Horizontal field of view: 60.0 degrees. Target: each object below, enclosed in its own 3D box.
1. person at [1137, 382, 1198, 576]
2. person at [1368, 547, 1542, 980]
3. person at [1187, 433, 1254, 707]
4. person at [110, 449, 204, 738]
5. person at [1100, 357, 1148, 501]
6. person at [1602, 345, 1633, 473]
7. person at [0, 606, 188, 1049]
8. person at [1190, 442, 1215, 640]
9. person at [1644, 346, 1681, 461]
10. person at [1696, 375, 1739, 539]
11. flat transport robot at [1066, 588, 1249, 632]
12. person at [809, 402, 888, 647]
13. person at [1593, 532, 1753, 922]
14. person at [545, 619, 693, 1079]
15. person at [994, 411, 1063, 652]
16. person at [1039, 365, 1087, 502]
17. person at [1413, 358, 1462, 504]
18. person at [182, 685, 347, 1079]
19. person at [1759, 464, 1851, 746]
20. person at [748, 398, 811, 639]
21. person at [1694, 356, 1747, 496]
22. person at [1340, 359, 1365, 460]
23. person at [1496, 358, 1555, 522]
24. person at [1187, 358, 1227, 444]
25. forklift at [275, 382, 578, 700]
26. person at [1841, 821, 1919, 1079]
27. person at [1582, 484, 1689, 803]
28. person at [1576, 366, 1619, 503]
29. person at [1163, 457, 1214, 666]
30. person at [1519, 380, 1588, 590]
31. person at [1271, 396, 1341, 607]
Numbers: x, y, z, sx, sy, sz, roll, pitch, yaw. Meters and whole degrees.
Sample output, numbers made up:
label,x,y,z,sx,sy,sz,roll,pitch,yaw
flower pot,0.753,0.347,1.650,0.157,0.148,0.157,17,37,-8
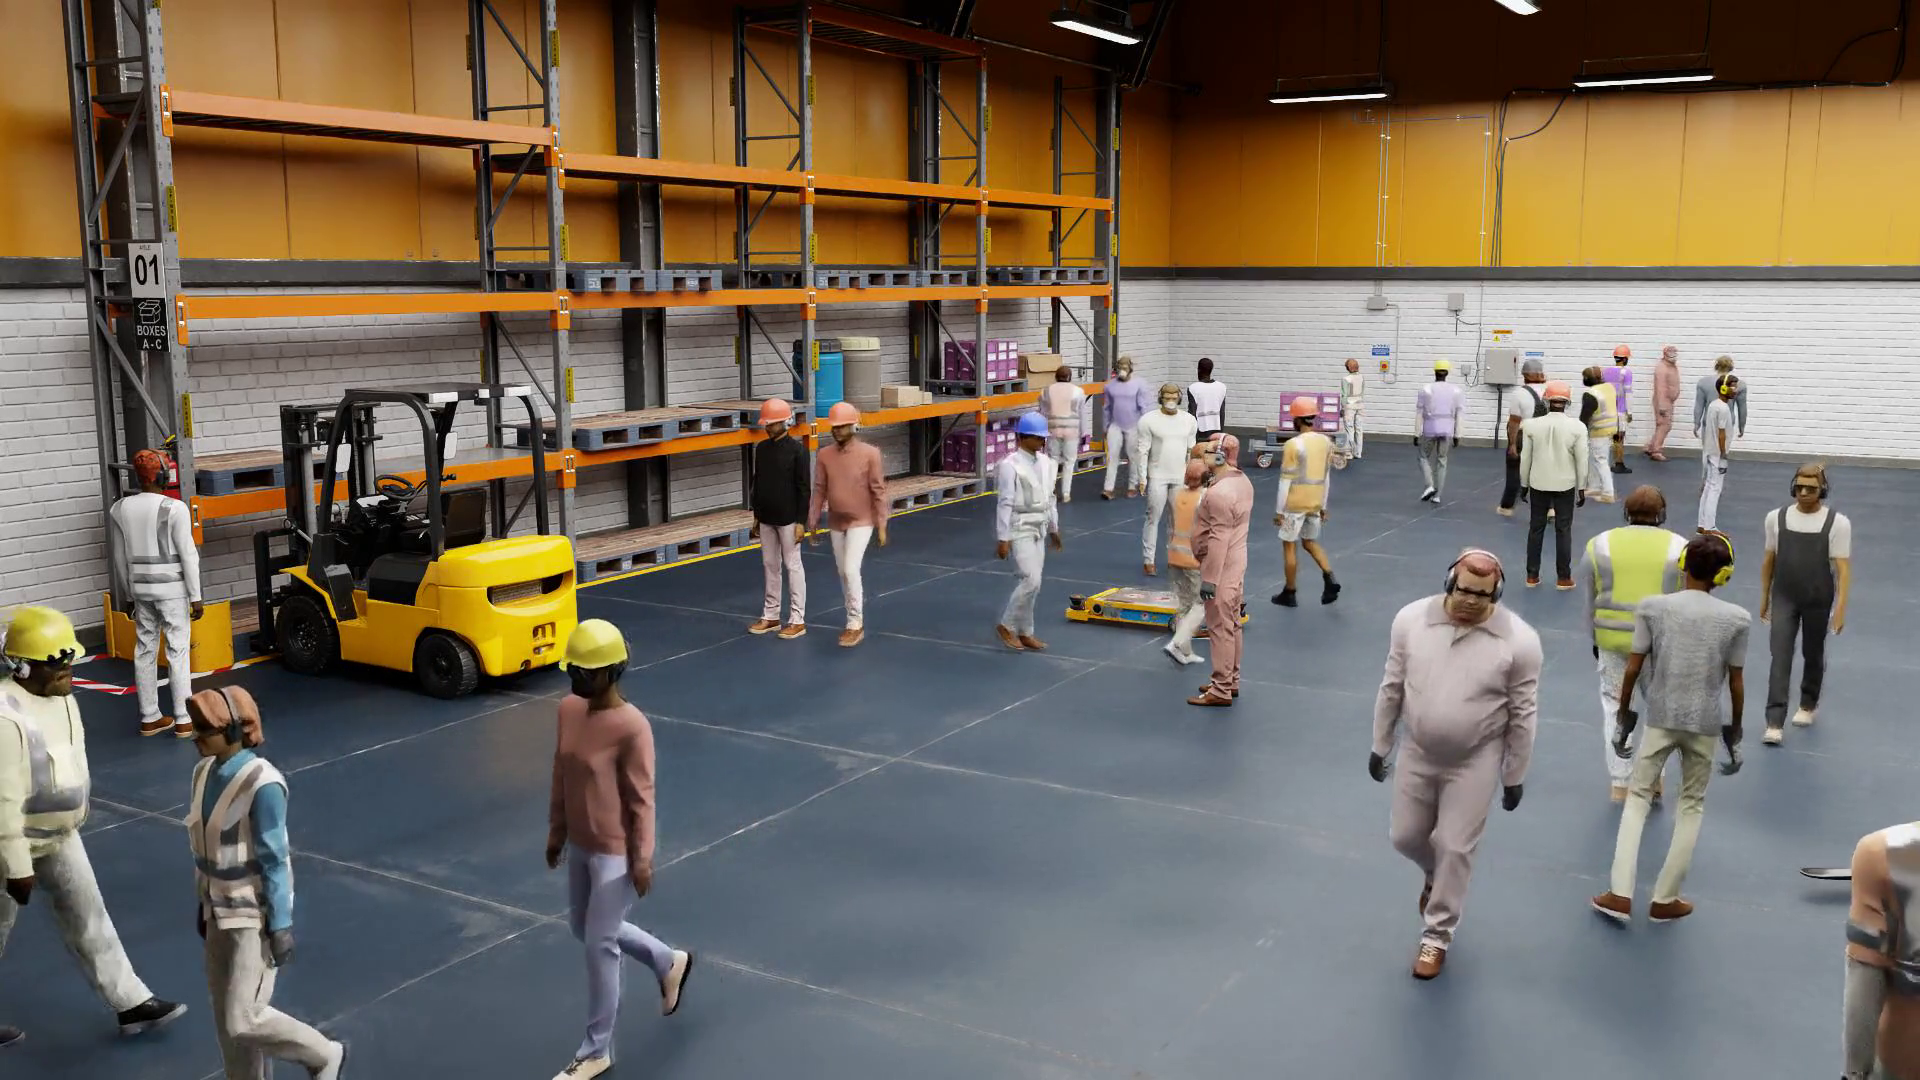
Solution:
label,x,y,z,sx,sy,sz,roll,pitch,yaw
person,2.062,-0.605,16.572,0.633,1.936,0.353,-2,9,-14
person,2.153,0.923,7.237,0.707,1.871,0.652,6,11,32
person,1.807,0.205,11.613,0.409,1.909,0.642,4,10,22
person,-5.175,0.350,10.786,0.575,1.883,0.355,2,9,12
person,2.157,-1.463,22.075,0.652,1.892,0.918,3,10,20
person,9.939,-1.974,25.112,0.363,1.939,0.542,-5,10,-26
person,-3.505,1.118,6.352,0.963,1.767,0.598,0,9,-1
person,2.024,0.004,13.717,0.278,1.633,0.498,6,11,31
person,11.267,-2.186,26.680,0.526,1.866,0.694,7,11,36
person,8.648,-0.952,18.964,0.315,1.865,0.526,2,9,11
flat transport robot,1.693,0.593,14.281,1.431,0.197,0.652,5,11,30
person,-0.952,-0.121,13.415,0.663,1.970,0.680,5,10,29
person,3.326,0.877,7.684,0.570,1.830,0.508,5,10,27
person,-1.298,1.134,6.289,0.531,1.745,0.693,9,13,44
person,0.544,-0.055,13.146,0.436,1.929,0.623,6,11,32
person,1.353,-1.394,21.897,0.625,1.817,0.436,2,9,11
person,6.243,-1.424,21.753,0.626,1.912,0.416,0,9,0
person,-2.440,1.286,5.731,0.531,1.622,0.423,8,12,39
person,5.476,0.397,10.796,0.527,1.797,0.960,6,11,35
person,-1.499,-0.183,13.774,0.609,1.992,0.383,7,11,37
person,10.405,-1.572,22.763,0.652,1.883,1.004,5,10,27
person,6.335,-2.106,26.881,0.514,1.637,0.314,-6,11,-35
person,6.991,-1.253,20.298,0.695,2.000,1.022,-2,9,-11
person,3.198,-1.413,21.667,0.593,1.922,0.391,-5,10,-28
forklift,-3.974,-0.067,12.417,2.313,2.155,1.214,5,11,30
person,2.709,1.352,4.562,0.620,1.868,1.012,2,9,11
person,3.839,0.598,9.444,0.638,1.821,0.435,5,10,27
person,8.364,-1.389,21.888,0.655,1.803,0.629,-9,13,-44
person,1.736,0.184,12.631,0.425,1.621,0.551,-6,11,-34
person,5.665,-0.522,15.874,0.623,1.993,0.385,6,11,31
person,3.087,-0.327,14.886,0.557,1.919,0.629,-6,11,-34
